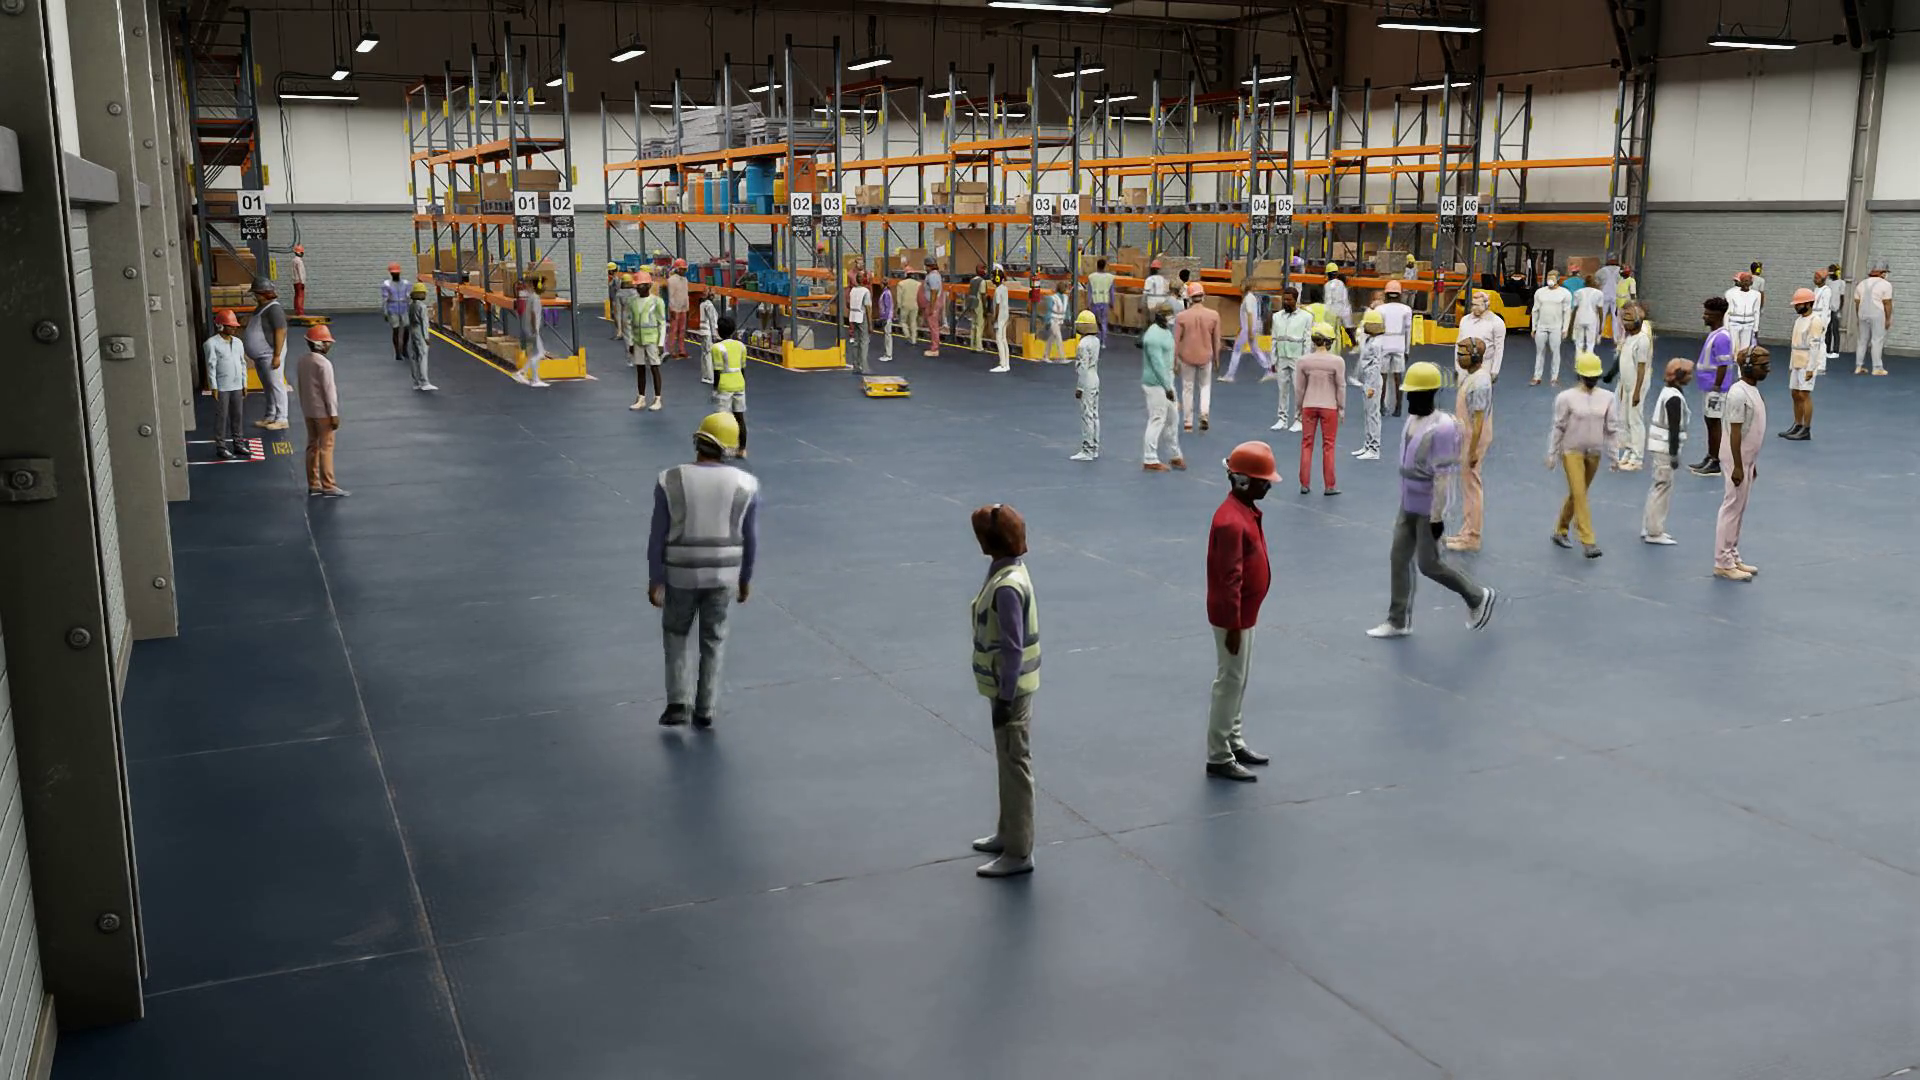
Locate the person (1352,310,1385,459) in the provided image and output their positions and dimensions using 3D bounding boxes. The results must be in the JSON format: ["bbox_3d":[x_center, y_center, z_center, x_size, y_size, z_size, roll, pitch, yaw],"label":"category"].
[{"bbox_3d":[4.815,-1.822,19.552,0.294,1.744,0.487,1,11,4],"label":"person"}]

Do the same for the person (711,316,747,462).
[{"bbox_3d":[-2.687,-1.754,19.320,0.317,1.695,0.540,8,13,34],"label":"person"}]

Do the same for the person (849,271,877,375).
[{"bbox_3d":[-1.757,-3.850,29.591,0.387,1.846,0.578,-8,14,-37],"label":"person"}]

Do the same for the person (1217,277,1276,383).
[{"bbox_3d":[4.931,-3.562,28.268,0.970,1.803,0.512,4,12,19],"label":"person"}]

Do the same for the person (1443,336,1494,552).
[{"bbox_3d":[4.359,-0.817,14.208,0.348,1.839,0.504,2,11,9],"label":"person"}]

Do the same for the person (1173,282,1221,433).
[{"bbox_3d":[3.079,-2.378,21.761,0.641,1.981,0.441,0,11,-2],"label":"person"}]

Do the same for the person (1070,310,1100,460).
[{"bbox_3d":[1.472,-1.812,19.498,0.297,1.744,0.487,5,12,22],"label":"person"}]

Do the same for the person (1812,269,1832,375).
[{"bbox_3d":[15.358,-3.890,29.736,0.352,1.876,0.573,2,11,10],"label":"person"}]

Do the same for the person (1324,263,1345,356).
[{"bbox_3d":[7.125,-4.336,31.867,0.383,1.923,0.588,10,15,41],"label":"person"}]

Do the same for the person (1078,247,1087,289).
[{"bbox_3d":[3.574,-7.774,49.458,0.359,1.880,0.575,-7,13,-32],"label":"person"}]

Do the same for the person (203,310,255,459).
[{"bbox_3d":[-8.612,-1.834,19.611,0.350,1.743,0.564,4,12,22],"label":"person"}]

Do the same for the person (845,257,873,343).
[{"bbox_3d":[-2.233,-5.317,36.922,0.659,1.911,0.403,-4,12,-19],"label":"person"}]

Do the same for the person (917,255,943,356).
[{"bbox_3d":[-0.609,-4.738,33.610,0.536,2.000,0.684,1,11,4],"label":"person"}]

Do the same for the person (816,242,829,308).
[{"bbox_3d":[-4.061,-7.681,48.590,0.587,2.021,0.626,4,12,21],"label":"person"}]

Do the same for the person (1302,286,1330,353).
[{"bbox_3d":[5.860,-3.327,27.360,0.539,1.683,0.565,-5,12,-23],"label":"person"}]

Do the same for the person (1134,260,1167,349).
[{"bbox_3d":[4.080,-4.935,35.025,0.978,1.882,0.551,11,15,43],"label":"person"}]

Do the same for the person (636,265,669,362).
[{"bbox_3d":[-5.998,-4.382,32.201,0.897,1.887,0.574,11,15,44],"label":"person"}]

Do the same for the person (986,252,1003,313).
[{"bbox_3d":[0.735,-5.867,39.342,0.609,2.044,0.397,4,12,19],"label":"person"}]

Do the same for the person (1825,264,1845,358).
[{"bbox_3d":[17.395,-4.561,33.184,0.329,1.859,0.517,-3,12,-14],"label":"person"}]

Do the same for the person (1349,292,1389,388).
[{"bbox_3d":[6.827,-3.326,27.569,0.508,1.591,0.743,-7,13,-31],"label":"person"}]

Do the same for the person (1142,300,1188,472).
[{"bbox_3d":[2.261,-1.706,18.504,0.451,1.921,0.629,5,12,25],"label":"person"}]

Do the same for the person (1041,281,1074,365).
[{"bbox_3d":[1.855,-4.133,31.708,0.938,1.580,0.532,9,14,39],"label":"person"}]

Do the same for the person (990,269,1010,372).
[{"bbox_3d":[0.723,-3.997,30.323,0.328,1.861,0.506,3,12,17],"label":"person"}]

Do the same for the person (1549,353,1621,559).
[{"bbox_3d":[5.268,-0.720,14.027,0.537,1.707,0.909,-1,11,-7],"label":"person"}]

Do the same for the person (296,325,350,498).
[{"bbox_3d":[-6.495,-1.312,16.938,0.566,1.748,0.338,9,14,39],"label":"person"}]

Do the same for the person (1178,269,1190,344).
[{"bbox_3d":[4.736,-4.930,35.492,0.324,1.685,0.540,-2,11,-11],"label":"person"}]

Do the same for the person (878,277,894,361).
[{"bbox_3d":[-1.447,-4.316,32.487,0.309,1.641,0.514,-1,11,-6],"label":"person"}]

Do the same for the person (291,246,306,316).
[{"bbox_3d":[-18.097,-7.067,45.599,0.406,1.986,0.622,-9,14,-39],"label":"person"}]

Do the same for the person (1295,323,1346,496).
[{"bbox_3d":[3.695,-1.335,17.037,0.522,1.761,0.327,6,13,29],"label":"person"}]

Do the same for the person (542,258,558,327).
[{"bbox_3d":[-10.464,-6.280,42.187,0.563,1.748,0.340,-9,14,-37],"label":"person"}]

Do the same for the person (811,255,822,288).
[{"bbox_3d":[-4.441,-8.148,51.700,0.349,1.743,0.563,2,11,12],"label":"person"}]

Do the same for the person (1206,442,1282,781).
[{"bbox_3d":[1.440,0.359,8.484,0.355,1.738,0.574,4,12,18],"label":"person"}]

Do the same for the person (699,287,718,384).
[{"bbox_3d":[-4.241,-3.448,28.083,0.309,1.637,0.513,-6,13,-28],"label":"person"}]

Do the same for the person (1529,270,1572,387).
[{"bbox_3d":[9.793,-3.506,27.606,0.627,1.940,0.371,8,14,35],"label":"person"}]

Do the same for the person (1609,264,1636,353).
[{"bbox_3d":[13.625,-4.728,34.053,0.377,1.844,0.567,-1,11,-4],"label":"person"}]

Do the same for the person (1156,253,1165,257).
[{"bbox_3d":[5.550,-7.096,46.319,0.327,1.760,0.523,1,11,5],"label":"person"}]

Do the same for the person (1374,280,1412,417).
[{"bbox_3d":[6.105,-2.711,23.575,0.551,1.935,0.373,0,11,1],"label":"person"}]

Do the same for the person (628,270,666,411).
[{"bbox_3d":[-4.576,-2.893,24.223,0.609,2.044,0.395,5,12,22],"label":"person"}]

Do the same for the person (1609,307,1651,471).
[{"bbox_3d":[7.529,-1.684,18.621,0.346,1.838,0.502,0,11,1],"label":"person"}]
